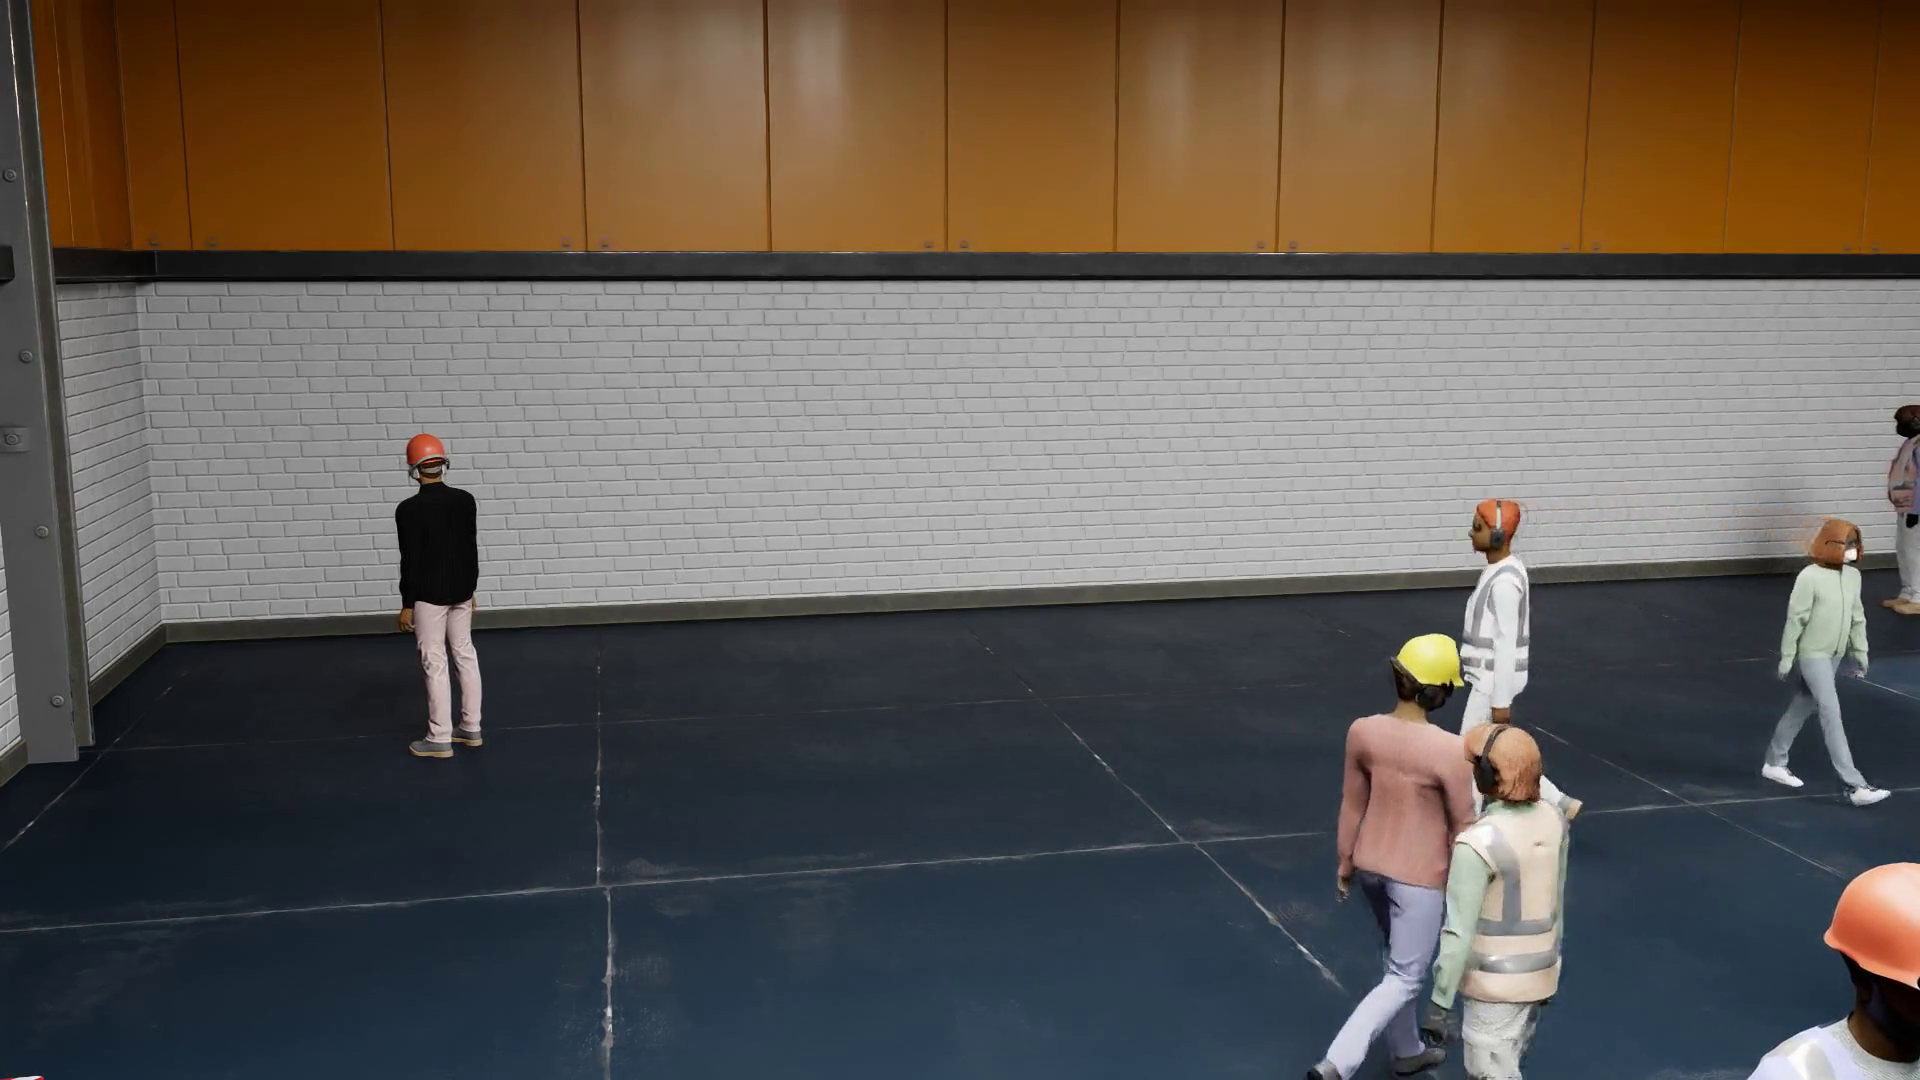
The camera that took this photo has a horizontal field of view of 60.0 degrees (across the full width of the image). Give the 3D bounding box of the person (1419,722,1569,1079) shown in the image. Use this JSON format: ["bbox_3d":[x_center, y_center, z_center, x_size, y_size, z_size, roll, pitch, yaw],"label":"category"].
[{"bbox_3d":[1.632,1.367,5.113,0.616,1.625,0.421,-8,12,-39],"label":"person"}]

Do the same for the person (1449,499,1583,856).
[{"bbox_3d":[2.738,0.714,8.365,0.719,1.867,0.585,3,10,19],"label":"person"}]

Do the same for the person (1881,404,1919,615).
[{"bbox_3d":[8.305,-0.268,14.483,0.432,1.823,0.650,3,10,19],"label":"person"}]

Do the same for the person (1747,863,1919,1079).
[{"bbox_3d":[1.710,1.534,3.139,0.552,1.935,0.366,-5,10,-26],"label":"person"}]

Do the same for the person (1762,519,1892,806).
[{"bbox_3d":[4.935,0.679,9.372,0.523,1.584,0.856,-5,11,-29],"label":"person"}]

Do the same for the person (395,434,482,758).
[{"bbox_3d":[-3.223,0.341,10.249,0.392,1.991,0.612,5,11,28],"label":"person"}]

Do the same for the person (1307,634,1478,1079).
[{"bbox_3d":[1.523,1.182,5.912,0.809,1.726,0.517,-7,11,-36],"label":"person"}]
